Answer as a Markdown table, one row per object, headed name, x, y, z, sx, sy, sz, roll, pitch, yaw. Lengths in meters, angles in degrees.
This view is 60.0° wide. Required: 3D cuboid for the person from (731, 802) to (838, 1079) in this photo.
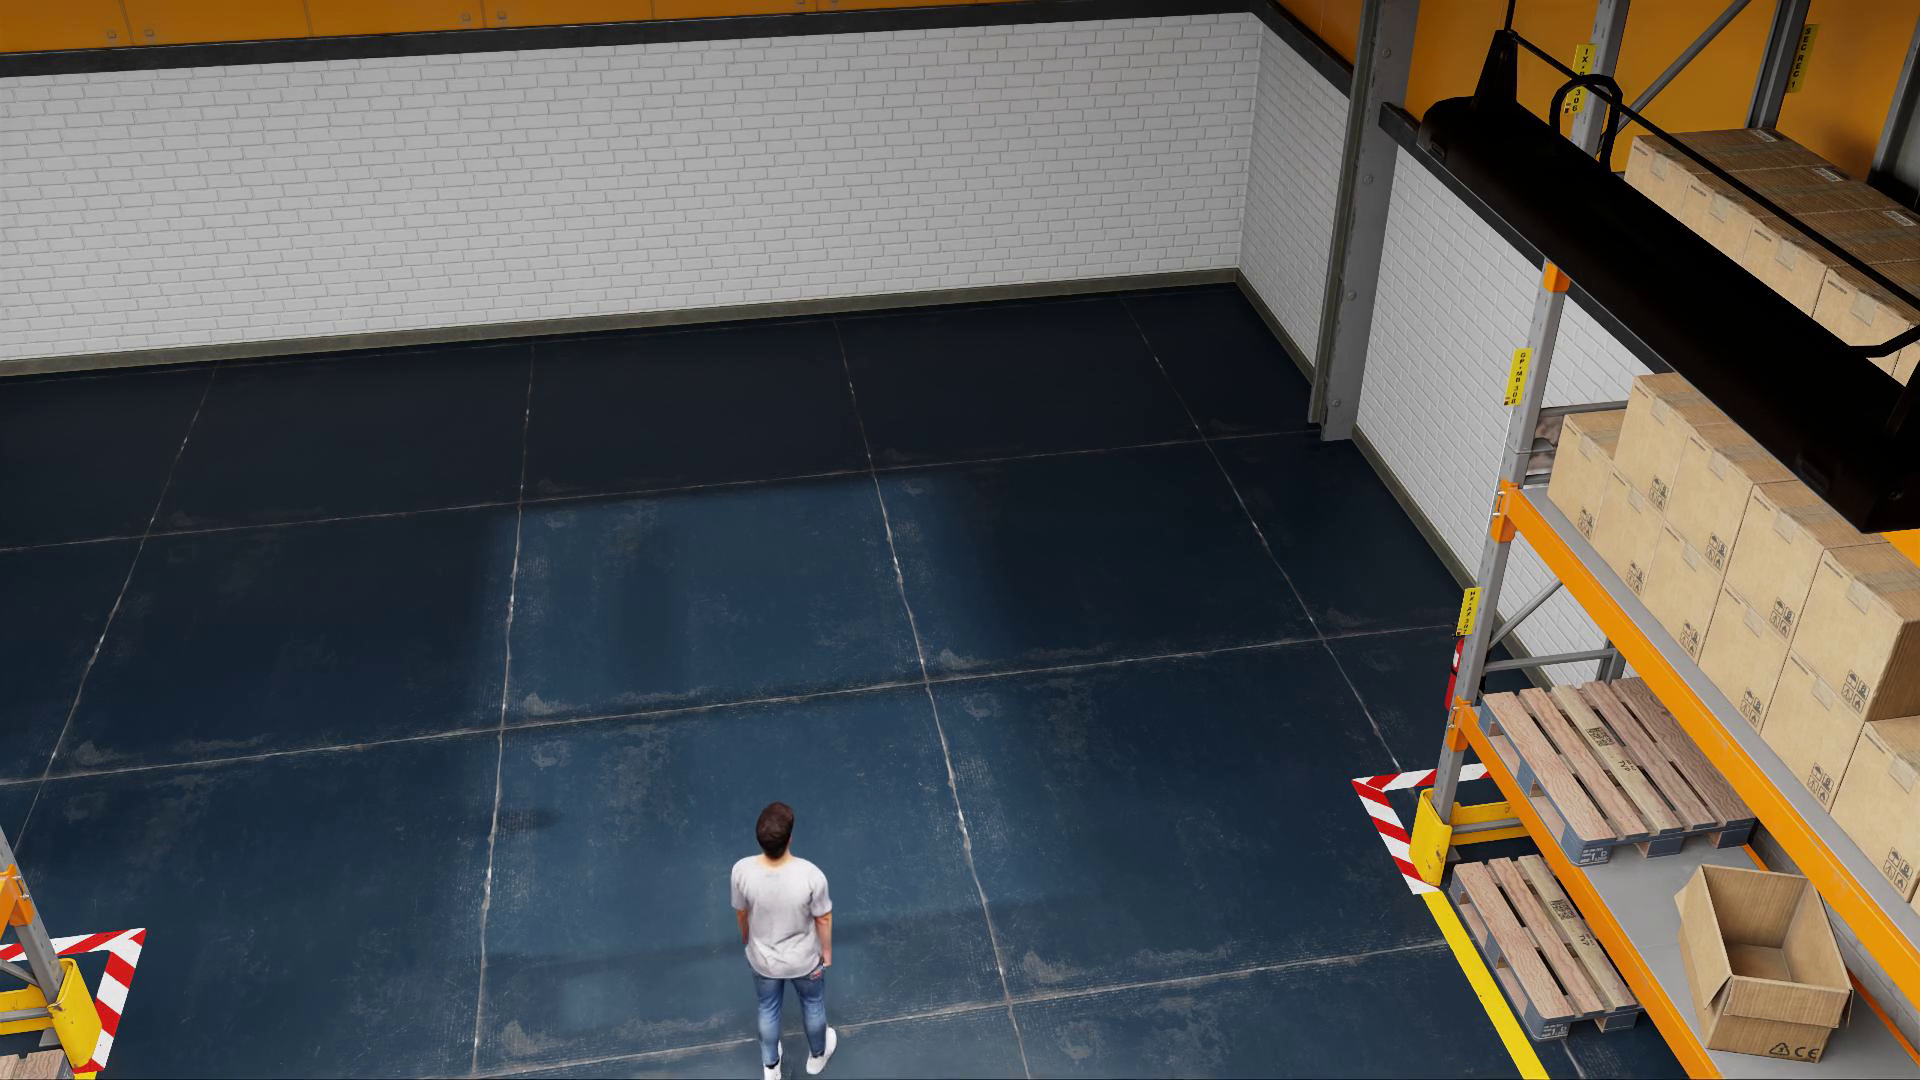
| name | x | y | z | sx | sy | sz | roll | pitch | yaw |
| --- | --- | --- | --- | --- | --- | --- | --- | --- | --- |
| person | -0.922 | 2.118 | 8.659 | 0.736 | 1.892 | 0.701 | 2 | 34 | 3 |
